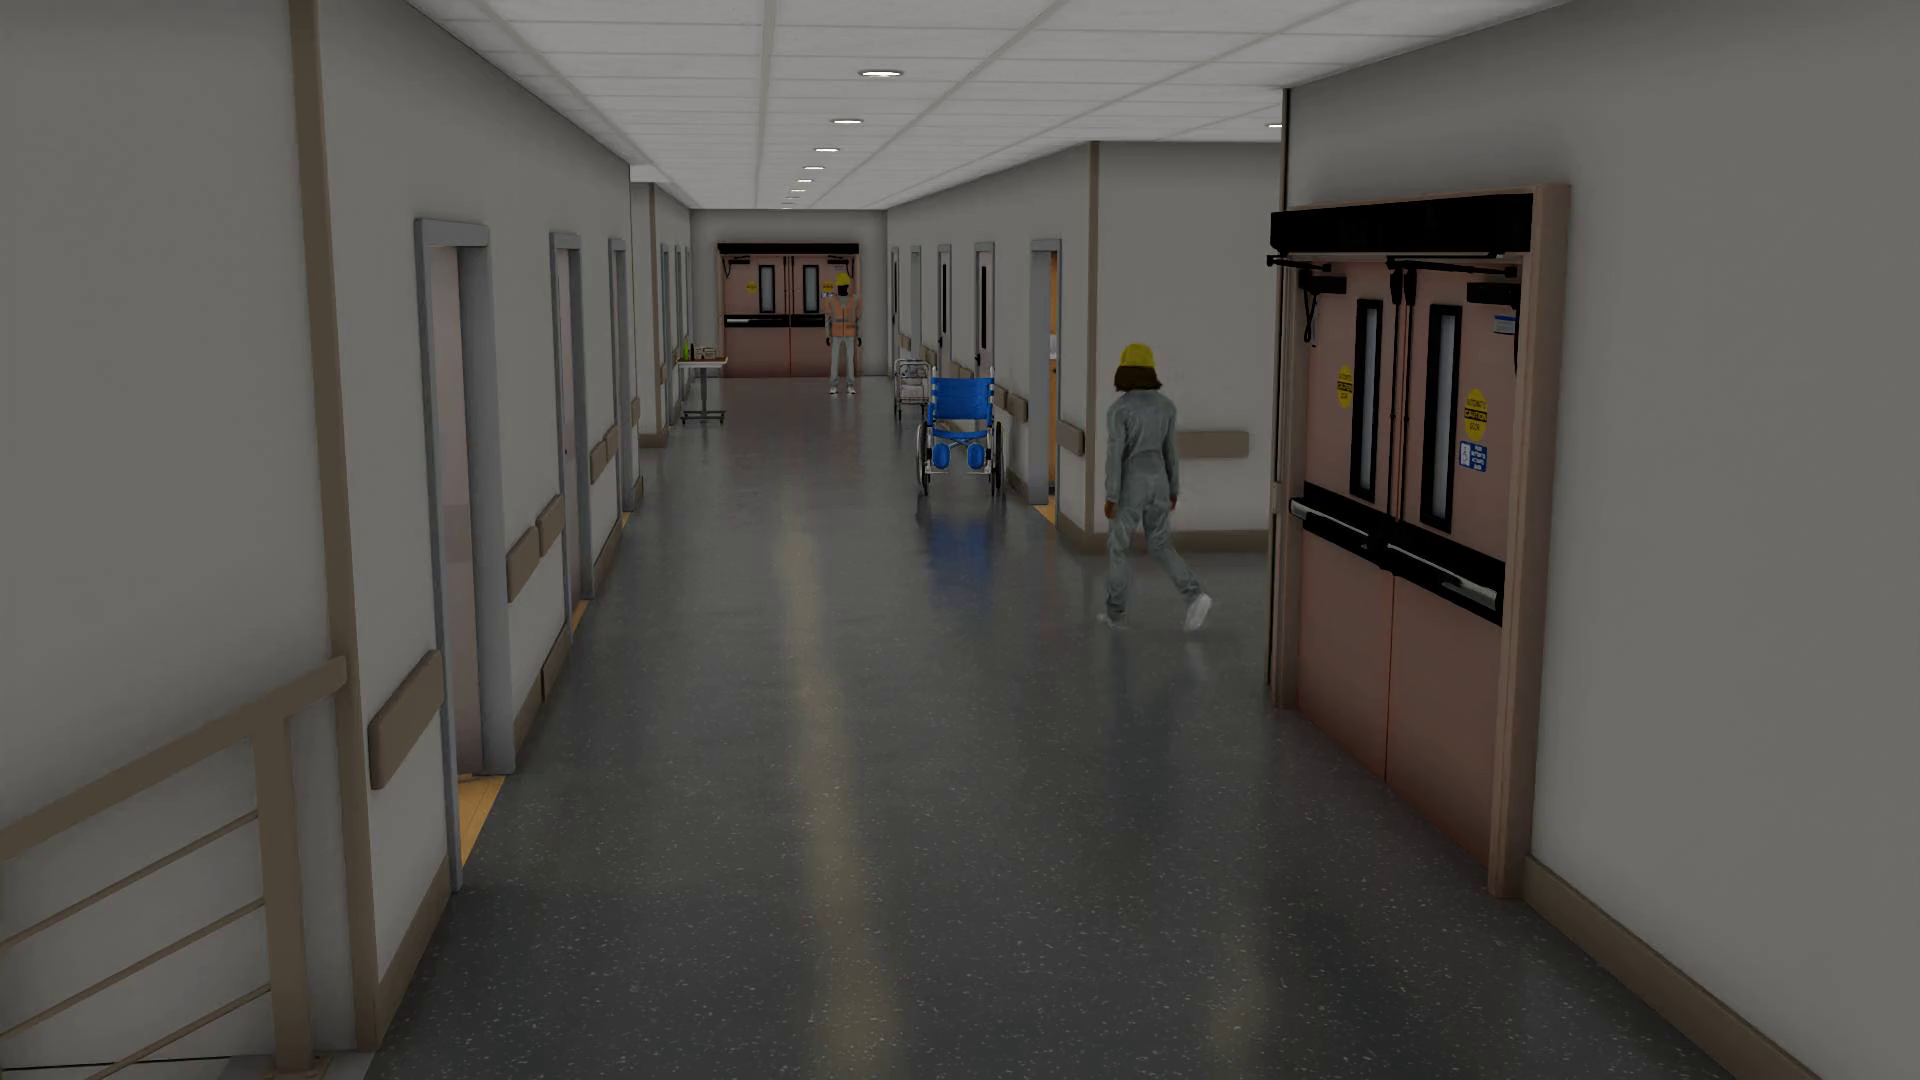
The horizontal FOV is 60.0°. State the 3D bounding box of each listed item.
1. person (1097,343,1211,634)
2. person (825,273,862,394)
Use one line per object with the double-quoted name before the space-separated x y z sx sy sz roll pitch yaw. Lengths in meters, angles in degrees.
"person" 1.108 -0.290 9.701 0.518 1.707 0.742 -6 11 -31
"person" -1.856 -3.284 26.499 0.587 1.922 0.383 -1 10 -5
